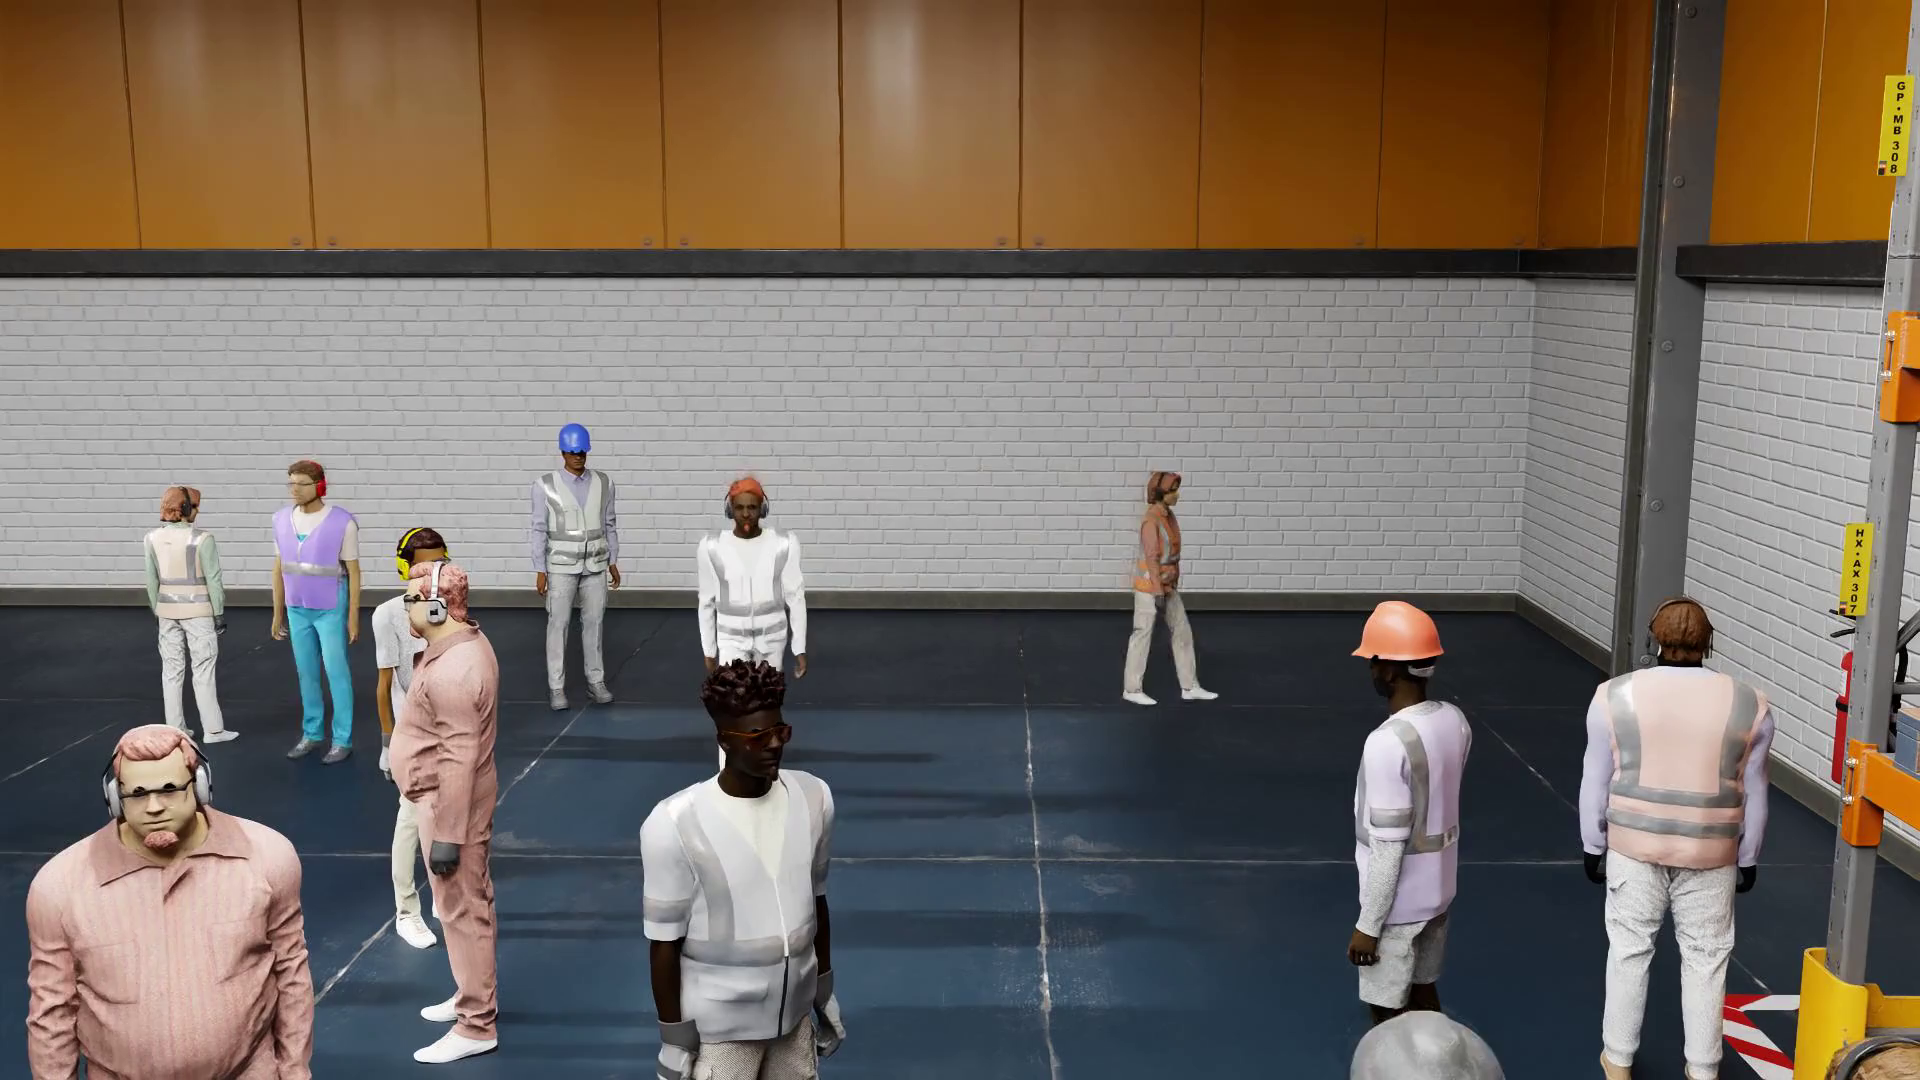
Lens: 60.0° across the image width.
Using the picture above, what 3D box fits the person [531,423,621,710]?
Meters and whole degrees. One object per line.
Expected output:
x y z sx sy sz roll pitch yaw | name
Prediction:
-2.601 0.173 11.313 0.614 1.945 0.406 -6 11 -34 | person

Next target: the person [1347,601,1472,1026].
1.430 1.155 5.469 0.373 1.933 0.551 8 12 40 | person

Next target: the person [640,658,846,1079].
-0.580 1.285 4.598 0.607 1.966 0.365 -8 13 -41 | person

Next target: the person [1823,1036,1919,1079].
1.412 1.668 2.661 0.514 1.846 0.337 3 10 18 | person

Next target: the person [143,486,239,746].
-4.833 0.481 10.410 0.513 1.635 0.313 2 10 12 | person

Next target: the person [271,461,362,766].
-3.908 0.446 10.060 0.580 1.843 0.495 2 10 13 | person

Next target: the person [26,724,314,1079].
-1.945 1.387 4.164 0.652 1.906 0.409 -5 11 -29 | person

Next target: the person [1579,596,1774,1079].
2.573 1.114 6.036 0.628 1.838 0.429 4 10 20 | person

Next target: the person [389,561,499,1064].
-1.956 1.021 6.355 0.409 1.907 0.651 -2 10 -12 | person

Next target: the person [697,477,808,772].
-1.116 0.607 9.010 0.582 1.851 0.891 -2 10 -10 | person

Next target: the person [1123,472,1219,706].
1.443 0.348 11.270 0.723 1.610 0.535 5 11 26 | person

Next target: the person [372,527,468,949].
-2.363 0.861 7.432 0.310 1.869 0.531 6 11 31 | person
